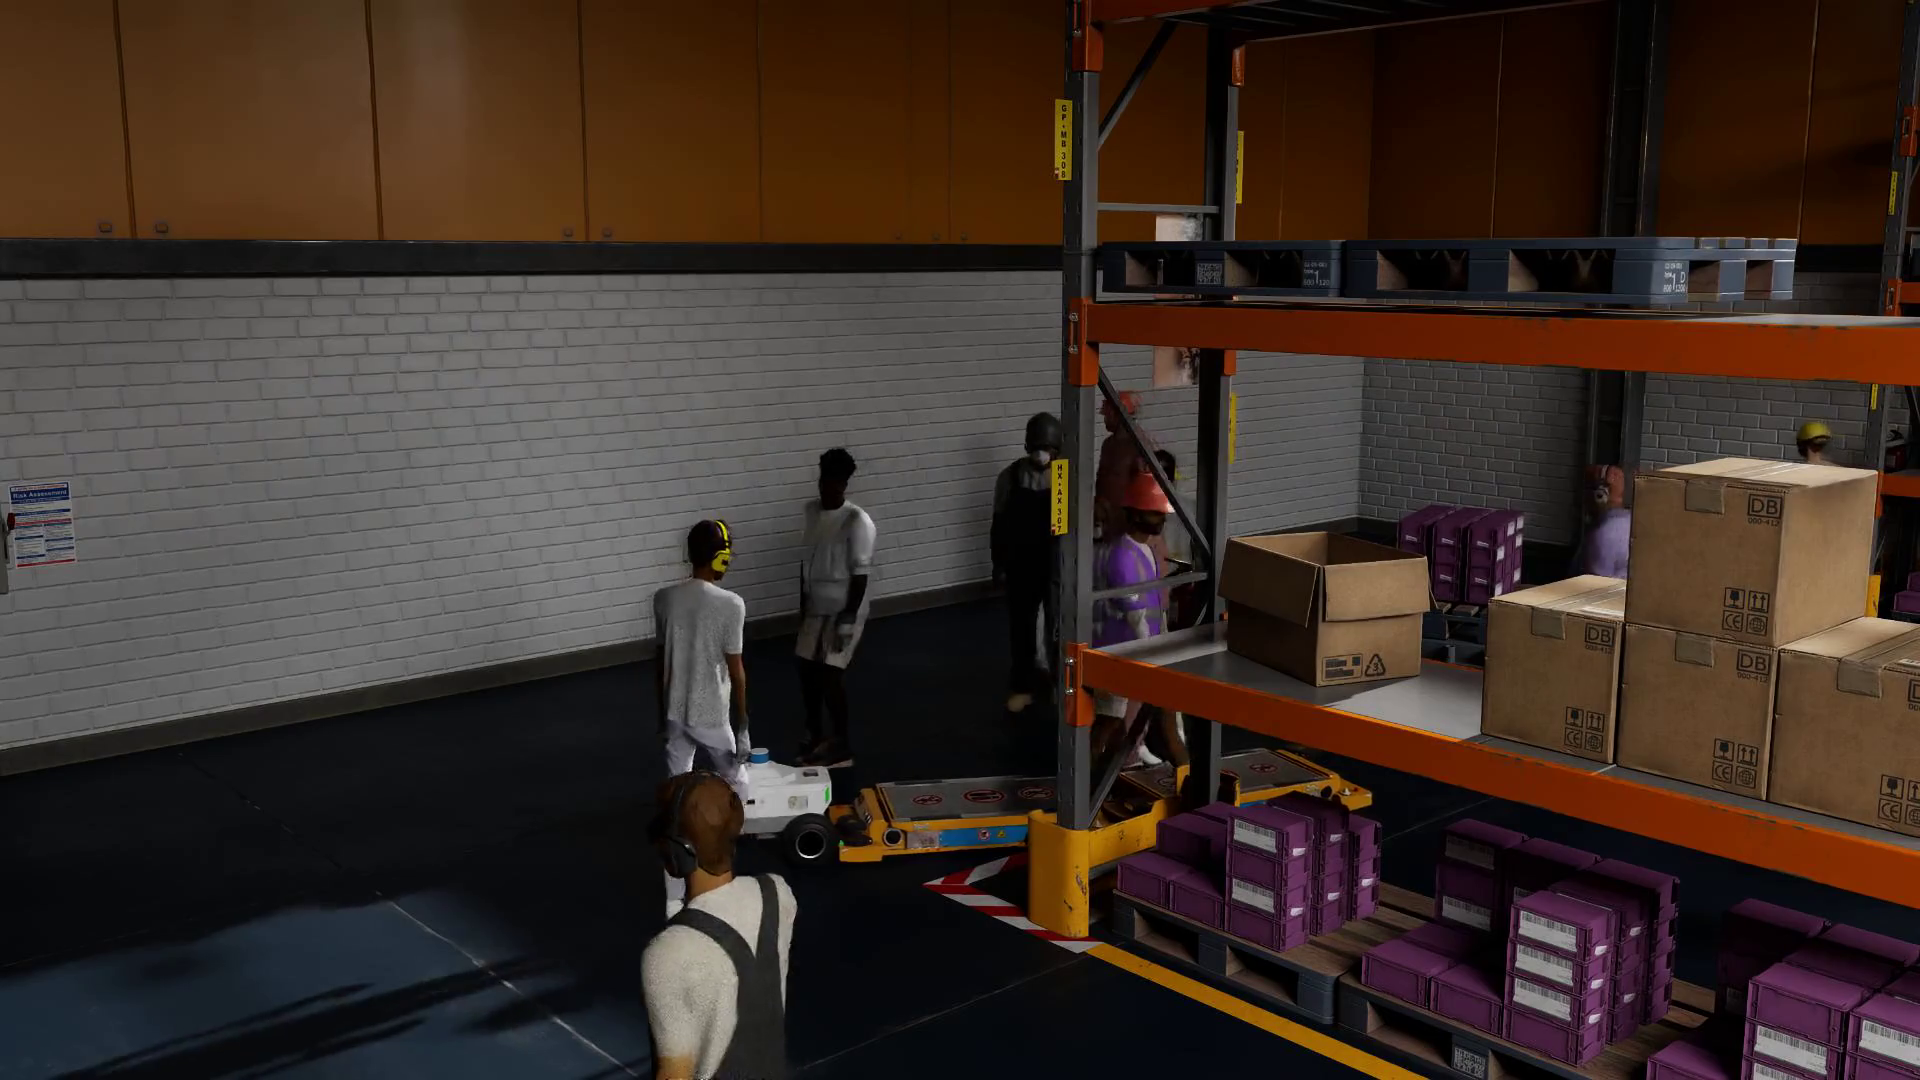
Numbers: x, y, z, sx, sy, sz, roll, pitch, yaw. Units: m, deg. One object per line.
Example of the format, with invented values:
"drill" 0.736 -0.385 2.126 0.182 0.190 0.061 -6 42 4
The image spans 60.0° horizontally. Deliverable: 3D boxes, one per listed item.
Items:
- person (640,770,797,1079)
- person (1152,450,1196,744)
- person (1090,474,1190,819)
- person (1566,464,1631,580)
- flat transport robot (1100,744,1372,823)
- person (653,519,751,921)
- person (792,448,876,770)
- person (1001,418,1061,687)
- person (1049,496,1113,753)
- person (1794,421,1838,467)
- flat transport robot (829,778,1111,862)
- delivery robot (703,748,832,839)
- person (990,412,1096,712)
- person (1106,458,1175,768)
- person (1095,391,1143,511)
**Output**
"person" -0.588 1.444 4.077 0.566 1.846 0.519 7 12 34
"person" 1.250 0.332 10.597 0.502 1.817 0.938 -4 10 -22
"person" 1.011 0.599 8.832 0.959 1.887 0.559 4 11 23
"person" 3.540 0.496 9.487 0.960 1.855 0.673 5 11 29
"flat transport robot" 1.471 1.363 9.073 1.431 0.197 0.652 -5 11 -25
"person" -1.191 0.826 7.595 0.563 1.843 0.437 4 11 24
"person" -0.751 0.410 9.819 0.407 1.925 0.632 -8 13 -40
"person" 0.606 0.066 11.944 0.679 1.901 0.679 8 12 38
"person" 0.811 0.492 10.304 0.513 1.592 0.588 1 10 6
"person" 6.709 -0.057 13.099 0.525 1.748 0.589 -2 10 -14
"flat transport robot" 0.046 1.433 8.665 1.431 0.197 0.652 -2 10 -10
"delivery robot" -1.011 1.293 8.380 0.707 0.478 0.477 -2 10 -10
"person" 0.526 0.139 11.063 0.706 2.000 0.540 3 10 16
"person" 1.072 0.465 9.594 0.468 1.891 0.657 1 10 7
"person" 1.180 -0.200 13.290 0.930 1.953 0.642 -4 10 -21
